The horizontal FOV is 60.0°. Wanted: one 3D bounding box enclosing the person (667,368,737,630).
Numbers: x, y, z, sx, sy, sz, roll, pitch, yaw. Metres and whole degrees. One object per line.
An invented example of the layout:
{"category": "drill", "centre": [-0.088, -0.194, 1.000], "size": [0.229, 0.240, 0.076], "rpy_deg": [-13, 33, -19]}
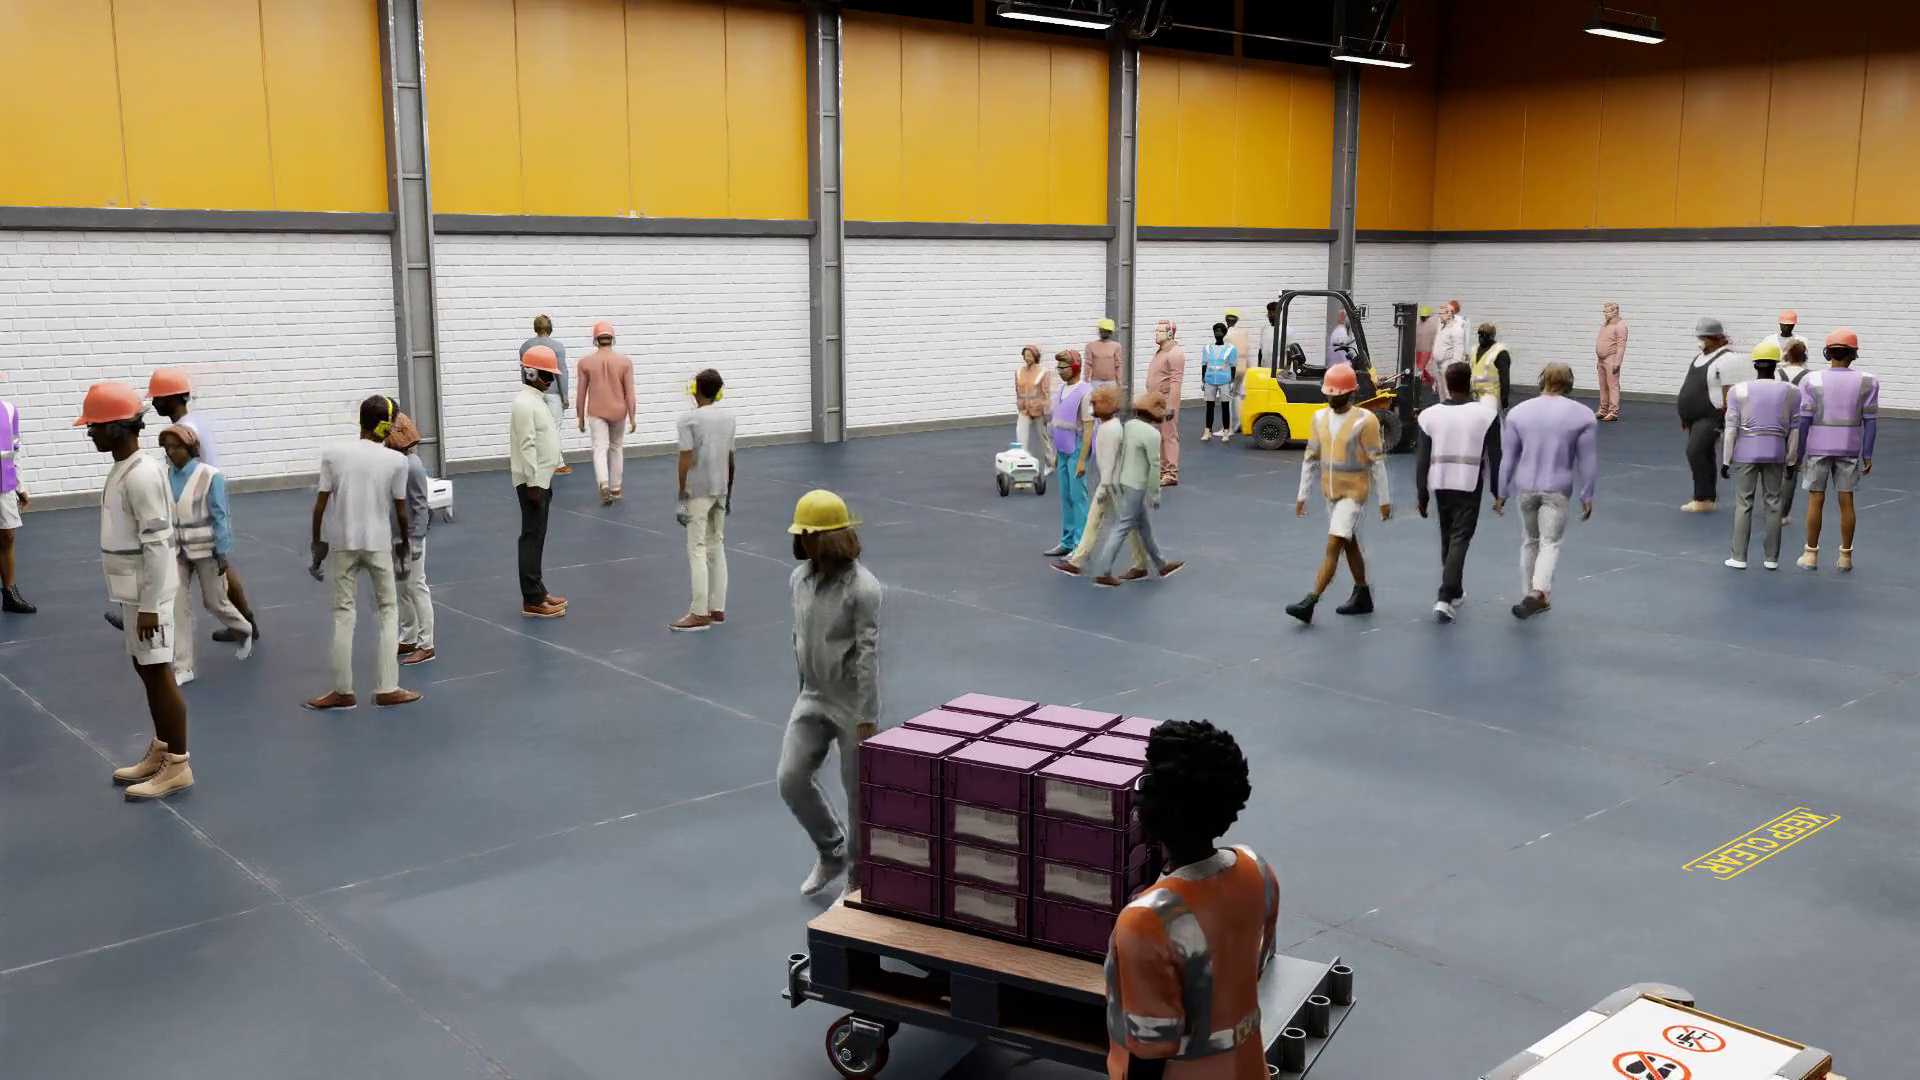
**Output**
{"category": "person", "centre": [-1.862, -0.289, 11.847], "size": [0.385, 1.837, 0.693], "rpy_deg": [8, 13, 41]}

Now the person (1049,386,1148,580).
{"category": "person", "centre": [1.143, -0.445, 13.445], "size": [0.855, 1.580, 0.516], "rpy_deg": [-1, 10, -8]}

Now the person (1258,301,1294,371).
{"category": "person", "centre": [4.701, -2.590, 24.917], "size": [0.361, 1.964, 0.614], "rpy_deg": [-9, 13, -42]}

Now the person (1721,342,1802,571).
{"category": "person", "centre": [6.716, -0.701, 13.988], "size": [0.591, 1.921, 0.384], "rpy_deg": [2, 10, 12]}

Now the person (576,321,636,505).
{"category": "person", "centre": [-3.780, -1.358, 17.783], "size": [0.627, 1.956, 0.953], "rpy_deg": [-3, 10, -15]}

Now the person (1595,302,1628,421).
{"category": "person", "centre": [10.400, -2.858, 26.678], "size": [0.410, 1.905, 0.640], "rpy_deg": [-1, 10, -8]}

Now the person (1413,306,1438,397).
{"category": "person", "centre": [8.727, -3.528, 31.142], "size": [0.745, 1.717, 0.550], "rpy_deg": [-6, 11, -30]}

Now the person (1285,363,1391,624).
{"category": "person", "centre": [2.711, -0.329, 11.944], "size": [0.984, 1.869, 0.580], "rpy_deg": [-7, 12, -35]}

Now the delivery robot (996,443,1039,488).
{"category": "delivery robot", "centre": [0.635, -0.836, 18.505], "size": [0.477, 0.478, 0.707], "rpy_deg": [-2, 10, -12]}

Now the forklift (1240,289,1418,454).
{"category": "forklift", "centre": [5.034, -2.339, 22.783], "size": [2.313, 2.155, 1.214], "rpy_deg": [3, 10, 16]}

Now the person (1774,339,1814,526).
{"category": "person", "centre": [8.253, -1.069, 16.473], "size": [0.515, 1.812, 0.846], "rpy_deg": [8, 12, 38]}

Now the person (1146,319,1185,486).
{"category": "person", "centre": [2.337, -1.575, 19.142], "size": [0.408, 1.913, 0.641], "rpy_deg": [-2, 10, -13]}

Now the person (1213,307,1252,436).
{"category": "person", "centre": [3.974, -2.466, 24.443], "size": [0.780, 1.882, 0.448], "rpy_deg": [-5, 11, -27]}

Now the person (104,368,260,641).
{"category": "person", "centre": [-5.299, -0.210, 11.238], "size": [1.002, 1.876, 0.555], "rpy_deg": [-3, 10, -17]}

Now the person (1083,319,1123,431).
{"category": "person", "centre": [2.020, -2.231, 23.482], "size": [0.561, 1.750, 0.326], "rpy_deg": [0, 10, -2]}

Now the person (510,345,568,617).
{"category": "person", "centre": [-3.098, -0.432, 12.233], "size": [0.394, 1.985, 0.608], "rpy_deg": [-1, 10, -7]}

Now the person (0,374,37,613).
{"category": "person", "centre": [-7.062, -0.390, 12.126], "size": [0.357, 1.938, 0.543], "rpy_deg": [5, 11, 26]}

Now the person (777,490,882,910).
{"category": "person", "centre": [-0.496, 0.656, 6.620], "size": [0.500, 1.731, 0.389], "rpy_deg": [7, 12, 36]}

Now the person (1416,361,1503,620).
{"category": "person", "centre": [3.649, -0.374, 12.254], "size": [0.602, 1.872, 1.003], "rpy_deg": [6, 12, 33]}

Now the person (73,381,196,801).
{"category": "person", "centre": [-4.014, 0.248, 8.085], "size": [0.393, 2.039, 0.613], "rpy_deg": [-6, 12, -33]}

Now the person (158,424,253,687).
{"category": "person", "centre": [-4.743, 0.069, 10.365], "size": [0.516, 1.615, 0.703], "rpy_deg": [1, 10, 7]}

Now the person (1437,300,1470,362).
{"category": "person", "centre": [8.989, -3.453, 30.380], "size": [0.601, 1.841, 0.938], "rpy_deg": [4, 10, 22]}

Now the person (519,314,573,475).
{"category": "person", "centre": [-4.983, -1.743, 20.041], "size": [0.630, 1.940, 0.372], "rpy_deg": [3, 10, 19]}

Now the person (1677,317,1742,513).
{"category": "person", "centre": [7.614, -1.295, 17.122], "size": [0.636, 2.000, 0.698], "rpy_deg": [0, 10, 1]}

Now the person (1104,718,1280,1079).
{"category": "person", "centre": [0.471, 1.202, 3.499], "size": [0.317, 1.700, 0.537], "rpy_deg": [7, 12, 34]}

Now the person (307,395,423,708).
{"category": "person", "centre": [-3.541, 0.077, 9.710], "size": [0.673, 1.837, 0.344], "rpy_deg": [-2, 10, -11]}

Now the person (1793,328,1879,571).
{"category": "person", "centre": [7.332, -0.758, 13.976], "size": [0.614, 2.039, 0.387], "rpy_deg": [3, 10, 16]}

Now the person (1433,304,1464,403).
{"category": "person", "centre": [7.415, -2.638, 25.386], "size": [0.402, 1.904, 0.652], "rpy_deg": [-1, 10, -4]}

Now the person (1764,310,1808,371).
{"category": "person", "centre": [11.095, -2.138, 22.423], "size": [0.560, 1.924, 0.424], "rpy_deg": [7, 12, 34]}

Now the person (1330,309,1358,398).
{"category": "person", "centre": [5.513, -2.423, 24.179], "size": [0.733, 1.882, 0.643], "rpy_deg": [1, 10, 6]}

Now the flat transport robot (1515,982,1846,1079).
{"category": "flat transport robot", "centre": [2.003, 1.676, 4.902], "size": [1.431, 0.197, 0.652], "rpy_deg": [-9, 13, -42]}

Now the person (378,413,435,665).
{"category": "person", "centre": [-3.616, -0.012, 10.800], "size": [0.275, 1.632, 0.507], "rpy_deg": [-9, 13, -43]}

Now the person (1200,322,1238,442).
{"category": "person", "centre": [3.667, -2.236, 23.625], "size": [0.537, 1.700, 0.317], "rpy_deg": [5, 11, 25]}

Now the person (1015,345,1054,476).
{"category": "person", "centre": [0.893, -1.517, 19.736], "size": [0.520, 1.597, 0.858], "rpy_deg": [6, 11, 31]}

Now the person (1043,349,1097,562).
{"category": "person", "centre": [0.988, -0.731, 14.412], "size": [0.390, 1.838, 0.563], "rpy_deg": [-4, 10, -20]}

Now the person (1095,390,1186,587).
{"category": "person", "centre": [1.453, -0.412, 13.298], "size": [0.868, 1.568, 0.549], "rpy_deg": [-3, 10, -19]}

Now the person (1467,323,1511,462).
{"category": "person", "centre": [6.630, -1.853, 21.127], "size": [0.997, 1.781, 0.615], "rpy_deg": [-3, 10, -18]}

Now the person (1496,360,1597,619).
{"category": "person", "centre": [4.195, -0.335, 11.951], "size": [0.671, 1.902, 0.861], "rpy_deg": [6, 12, 32]}

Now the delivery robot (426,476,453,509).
{"category": "delivery robot", "centre": [-5.286, -0.446, 16.219], "size": [0.477, 0.478, 0.707], "rpy_deg": [4, 11, 22]}
